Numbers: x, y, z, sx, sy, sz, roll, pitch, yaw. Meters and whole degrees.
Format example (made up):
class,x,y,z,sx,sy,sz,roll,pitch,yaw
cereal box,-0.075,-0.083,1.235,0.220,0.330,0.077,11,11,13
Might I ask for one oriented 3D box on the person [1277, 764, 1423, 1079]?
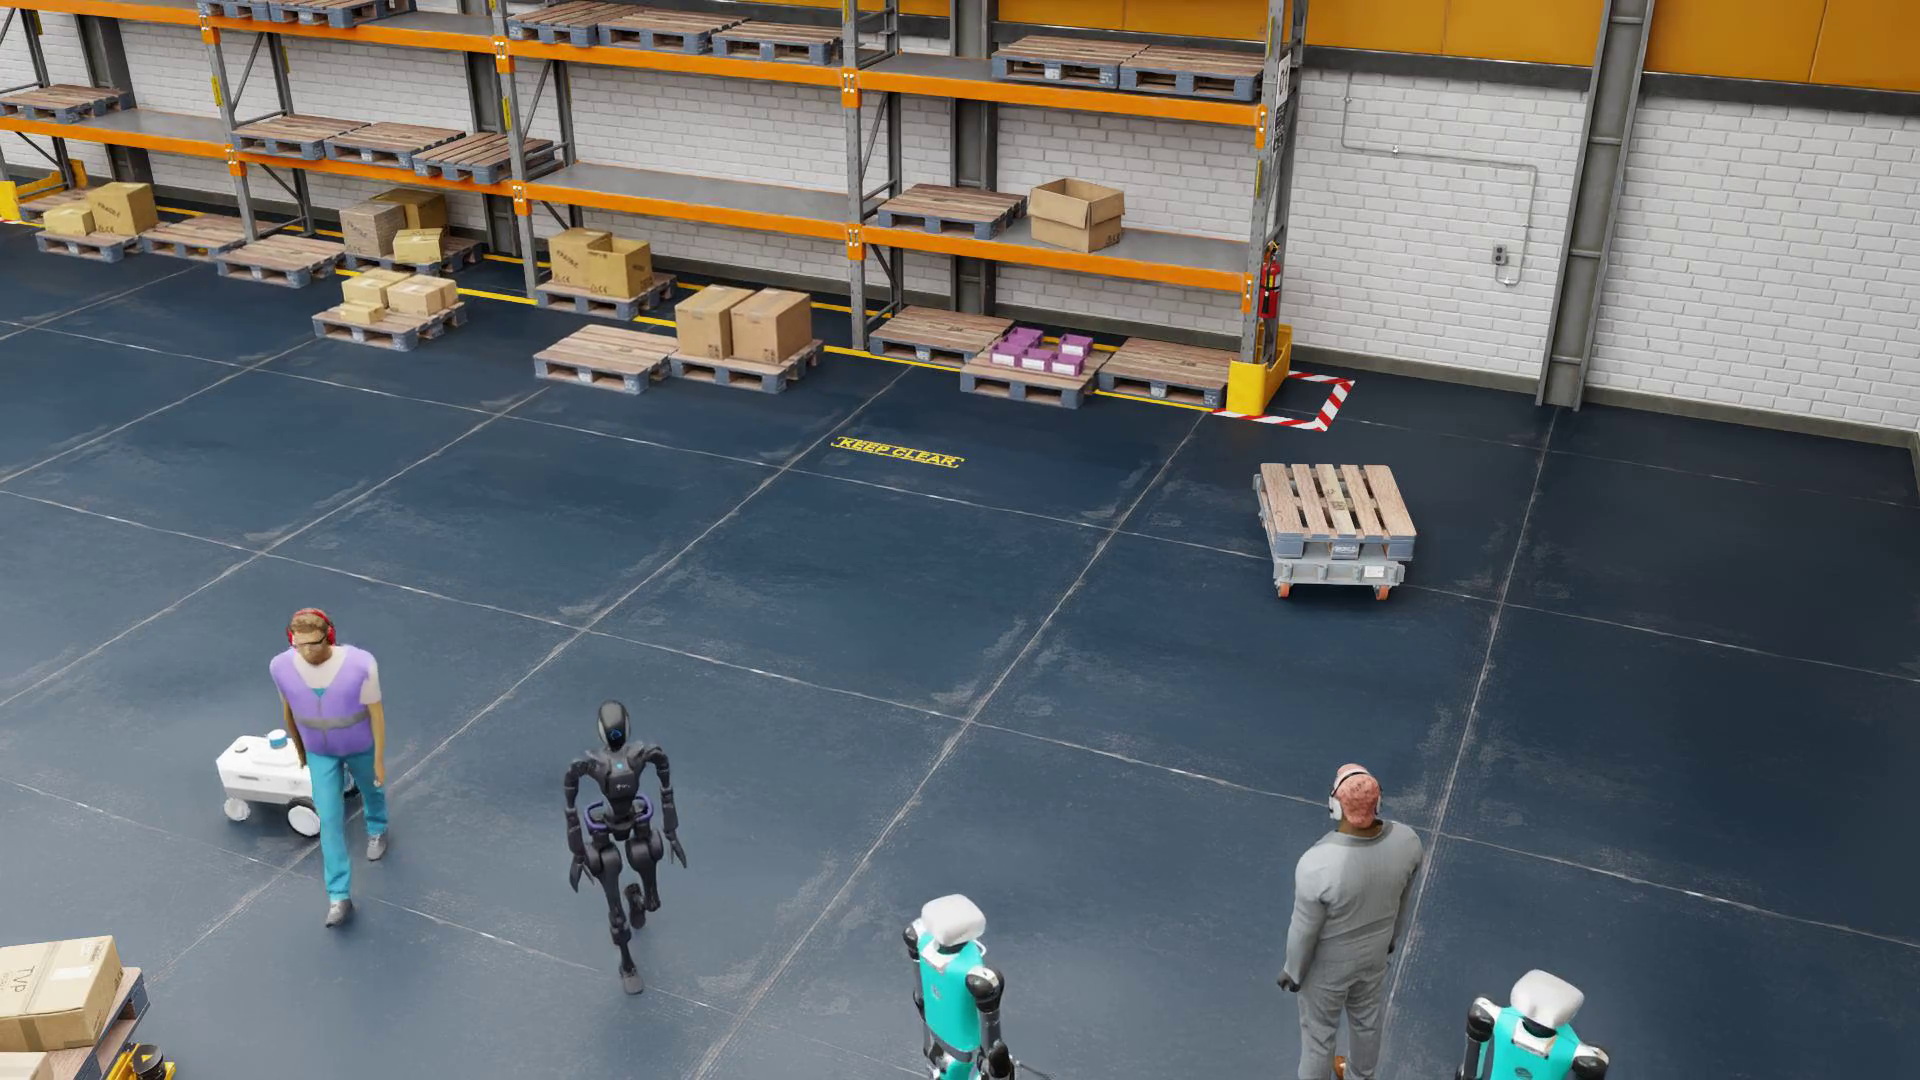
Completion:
class,x,y,z,sx,sy,sz,roll,pitch,yaw
person,1.725,1.849,7.571,0.639,1.901,0.405,-11,29,-21

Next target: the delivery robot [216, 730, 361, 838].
class,x,y,z,sx,sy,sz,roll,pitch,yaw
delivery robot,-4.002,1.395,9.889,0.756,0.571,0.499,5,28,9

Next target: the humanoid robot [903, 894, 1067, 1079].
class,x,y,z,sx,sy,sz,roll,pitch,yaw
humanoid robot,0.144,2.191,7.082,0.736,1.782,0.555,-22,34,-36

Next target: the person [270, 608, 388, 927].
class,x,y,z,sx,sy,sz,roll,pitch,yaw
person,-3.380,1.145,9.049,0.559,1.794,0.952,-4,28,-8

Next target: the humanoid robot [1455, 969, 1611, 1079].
class,x,y,z,sx,sy,sz,roll,pitch,yaw
humanoid robot,2.281,2.371,6.721,0.545,1.736,0.967,18,32,31

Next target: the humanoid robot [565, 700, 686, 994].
class,x,y,z,sx,sy,sz,roll,pitch,yaw
humanoid robot,-1.744,1.489,8.518,0.593,1.634,0.615,-11,29,-21

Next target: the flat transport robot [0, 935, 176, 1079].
class,x,y,z,sx,sy,sz,roll,pitch,yaw
flat transport robot,-4.524,2.664,7.767,1.431,0.231,0.659,0,27,0
